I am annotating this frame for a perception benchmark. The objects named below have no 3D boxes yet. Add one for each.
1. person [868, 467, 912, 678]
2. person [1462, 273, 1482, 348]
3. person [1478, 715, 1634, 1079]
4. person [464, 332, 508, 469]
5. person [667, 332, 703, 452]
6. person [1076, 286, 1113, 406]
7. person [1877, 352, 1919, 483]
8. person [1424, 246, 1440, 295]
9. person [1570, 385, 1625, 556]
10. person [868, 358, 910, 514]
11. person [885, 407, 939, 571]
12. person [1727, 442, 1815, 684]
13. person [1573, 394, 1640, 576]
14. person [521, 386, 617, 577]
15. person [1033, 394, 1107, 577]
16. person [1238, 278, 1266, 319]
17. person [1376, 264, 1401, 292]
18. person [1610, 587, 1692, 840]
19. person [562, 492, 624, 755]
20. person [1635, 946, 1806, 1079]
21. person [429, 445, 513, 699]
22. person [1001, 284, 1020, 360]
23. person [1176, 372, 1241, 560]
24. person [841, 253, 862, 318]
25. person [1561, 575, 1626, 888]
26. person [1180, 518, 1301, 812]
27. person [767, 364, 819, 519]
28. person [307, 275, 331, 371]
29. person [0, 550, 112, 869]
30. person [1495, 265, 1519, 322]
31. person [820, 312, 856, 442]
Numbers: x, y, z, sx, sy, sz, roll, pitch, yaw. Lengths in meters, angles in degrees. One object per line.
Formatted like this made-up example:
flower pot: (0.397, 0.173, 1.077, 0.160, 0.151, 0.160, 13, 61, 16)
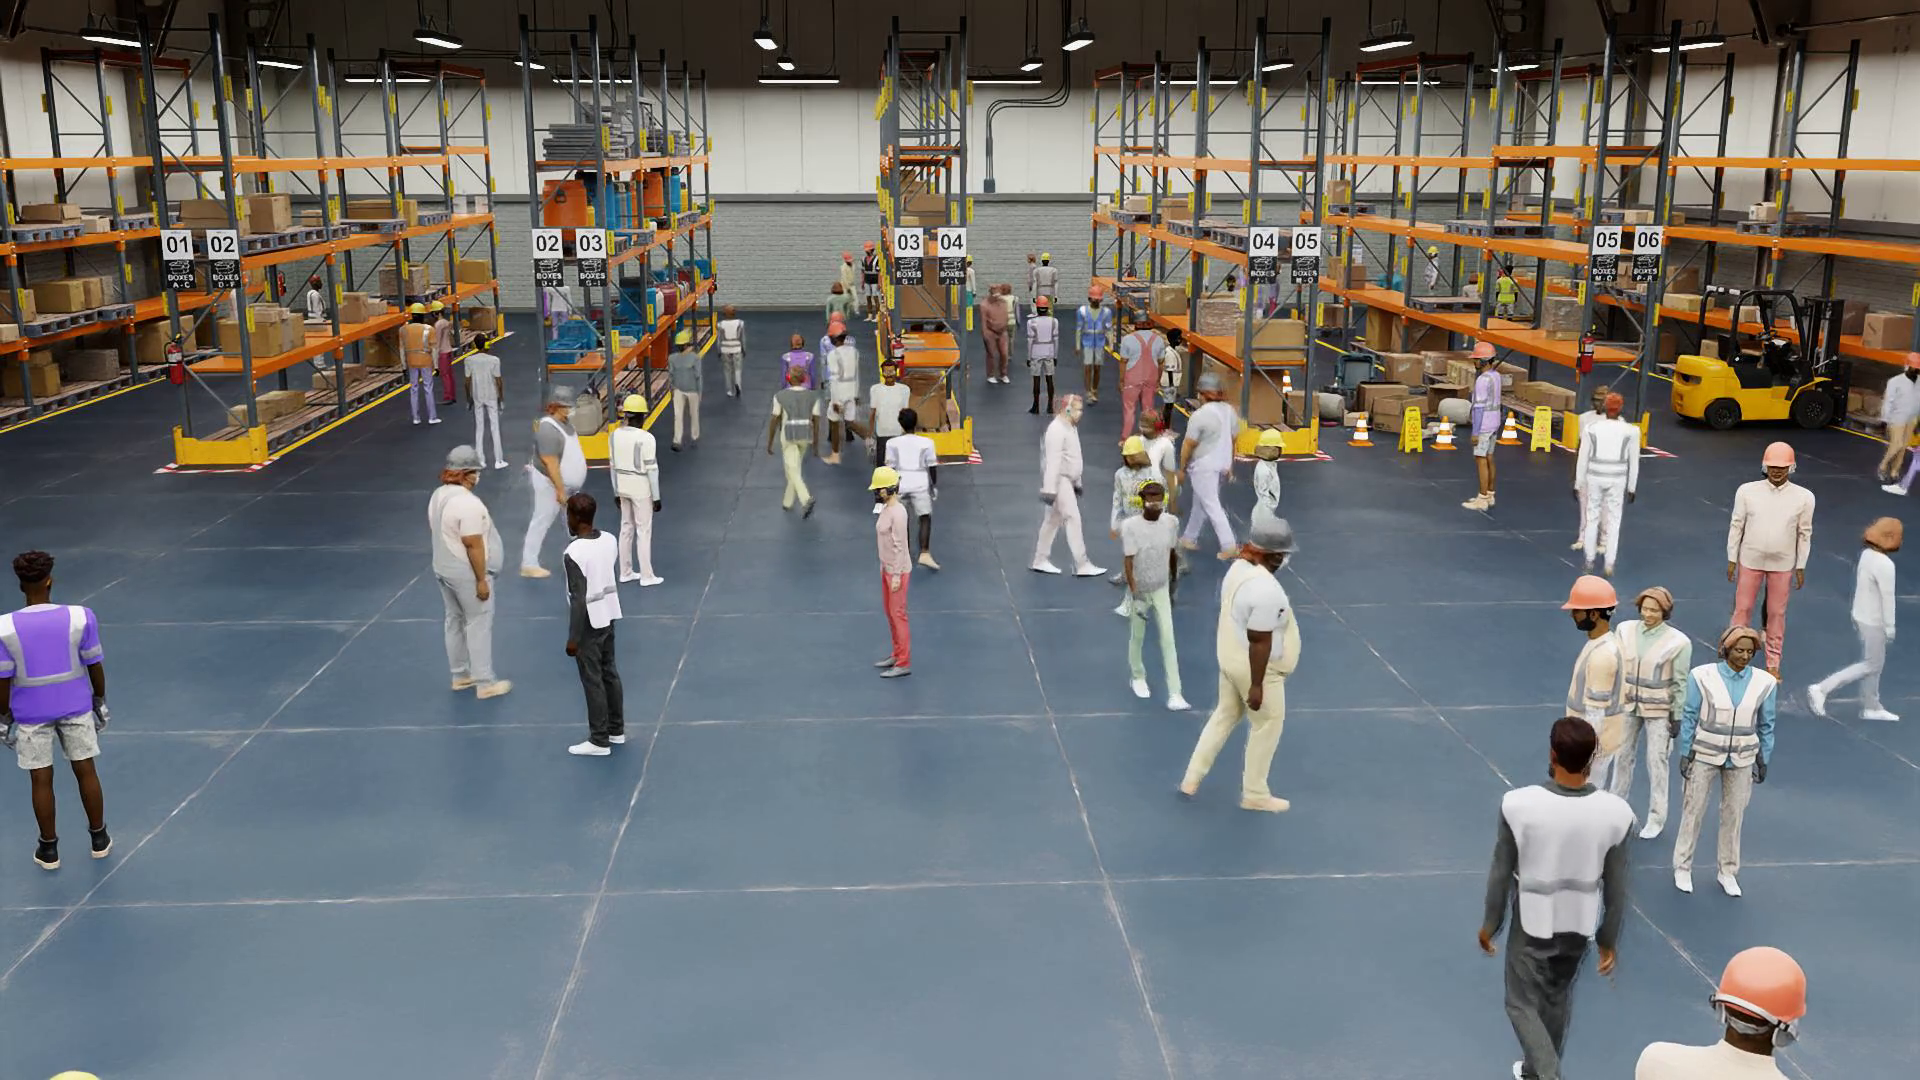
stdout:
person: (-0.577, 0.255, 13.805, 0.342, 1.753, 0.535, -4, 14, -15)
person: (11.242, -5.028, 36.433, 0.500, 1.636, 0.284, 7, 15, 26)
person: (2.638, 1.712, 7.323, 0.589, 1.900, 0.780, -1, 13, -4)
person: (-6.469, -1.892, 22.661, 0.514, 1.865, 0.327, 0, 13, -1)
person: (-3.969, -2.144, 24.033, 0.540, 1.714, 0.912, 1, 13, 5)
person: (2.298, -3.324, 28.407, 0.634, 2.036, 0.602, -1, 13, -4)
person: (12.302, -1.580, 21.631, 0.554, 1.729, 0.418, -3, 14, -13)
person: (12.163, -6.651, 42.889, 0.403, 1.830, 0.600, 3, 14, 13)
person: (6.866, -0.755, 17.914, 0.341, 1.836, 0.513, -13, 18, -43)
person: (-0.842, -1.242, 19.896, 0.507, 1.872, 0.329, -2, 13, -6)
person: (-0.512, -0.519, 17.270, 0.556, 1.672, 0.634, 0, 13, 1)
person: (6.598, 0.181, 13.601, 0.612, 1.995, 0.377, 6, 15, 24)
person: (6.642, -0.570, 17.106, 0.588, 1.863, 0.848, 6, 14, 23)
person: (-4.042, -0.628, 16.929, 1.003, 2.000, 0.730, 1, 13, 4)
person: (1.157, -0.549, 16.966, 0.907, 1.862, 0.657, 3, 14, 12)
person: (6.301, -5.068, 36.292, 0.777, 1.804, 0.527, 6, 15, 25)
person: (9.970, -5.607, 38.729, 0.562, 1.716, 0.864, 8, 15, 30)
person: (4.355, 1.084, 10.561, 0.314, 1.633, 0.519, -11, 17, -38)
person: (-2.636, 0.602, 11.982, 0.370, 1.916, 0.597, 4, 14, 16)
person: (2.356, 2.187, 5.139, 0.623, 1.982, 0.418, 11, 17, 39)
person: (-3.918, 0.234, 13.277, 0.536, 2.000, 0.703, -11, 17, -39)
person: (0.939, -4.431, 33.987, 0.536, 1.585, 0.864, -1, 13, -4)
person: (2.669, -0.823, 17.752, 1.011, 2.000, 0.691, 13, 18, 43)
person: (-2.786, -6.494, 42.527, 0.743, 1.693, 0.619, 12, 18, 41)
person: (3.633, 1.150, 9.650, 0.391, 1.924, 0.551, 5, 14, 21)
person: (1.857, 0.789, 10.926, 0.745, 2.000, 0.720, -3, 14, -11)
person: (-1.927, -1.173, 19.745, 0.607, 1.805, 0.859, -8, 16, -32)
person: (-12.534, -4.222, 32.493, 0.355, 1.882, 0.576, -8, 16, -31)
person: (-5.513, 1.021, 10.100, 0.616, 1.963, 0.361, -9, 16, -35)
person: (12.500, -5.438, 38.036, 0.535, 1.700, 0.318, 10, 17, 36)
person: (-1.807, -2.426, 24.770, 0.552, 1.934, 0.364, -1, 13, -4)
